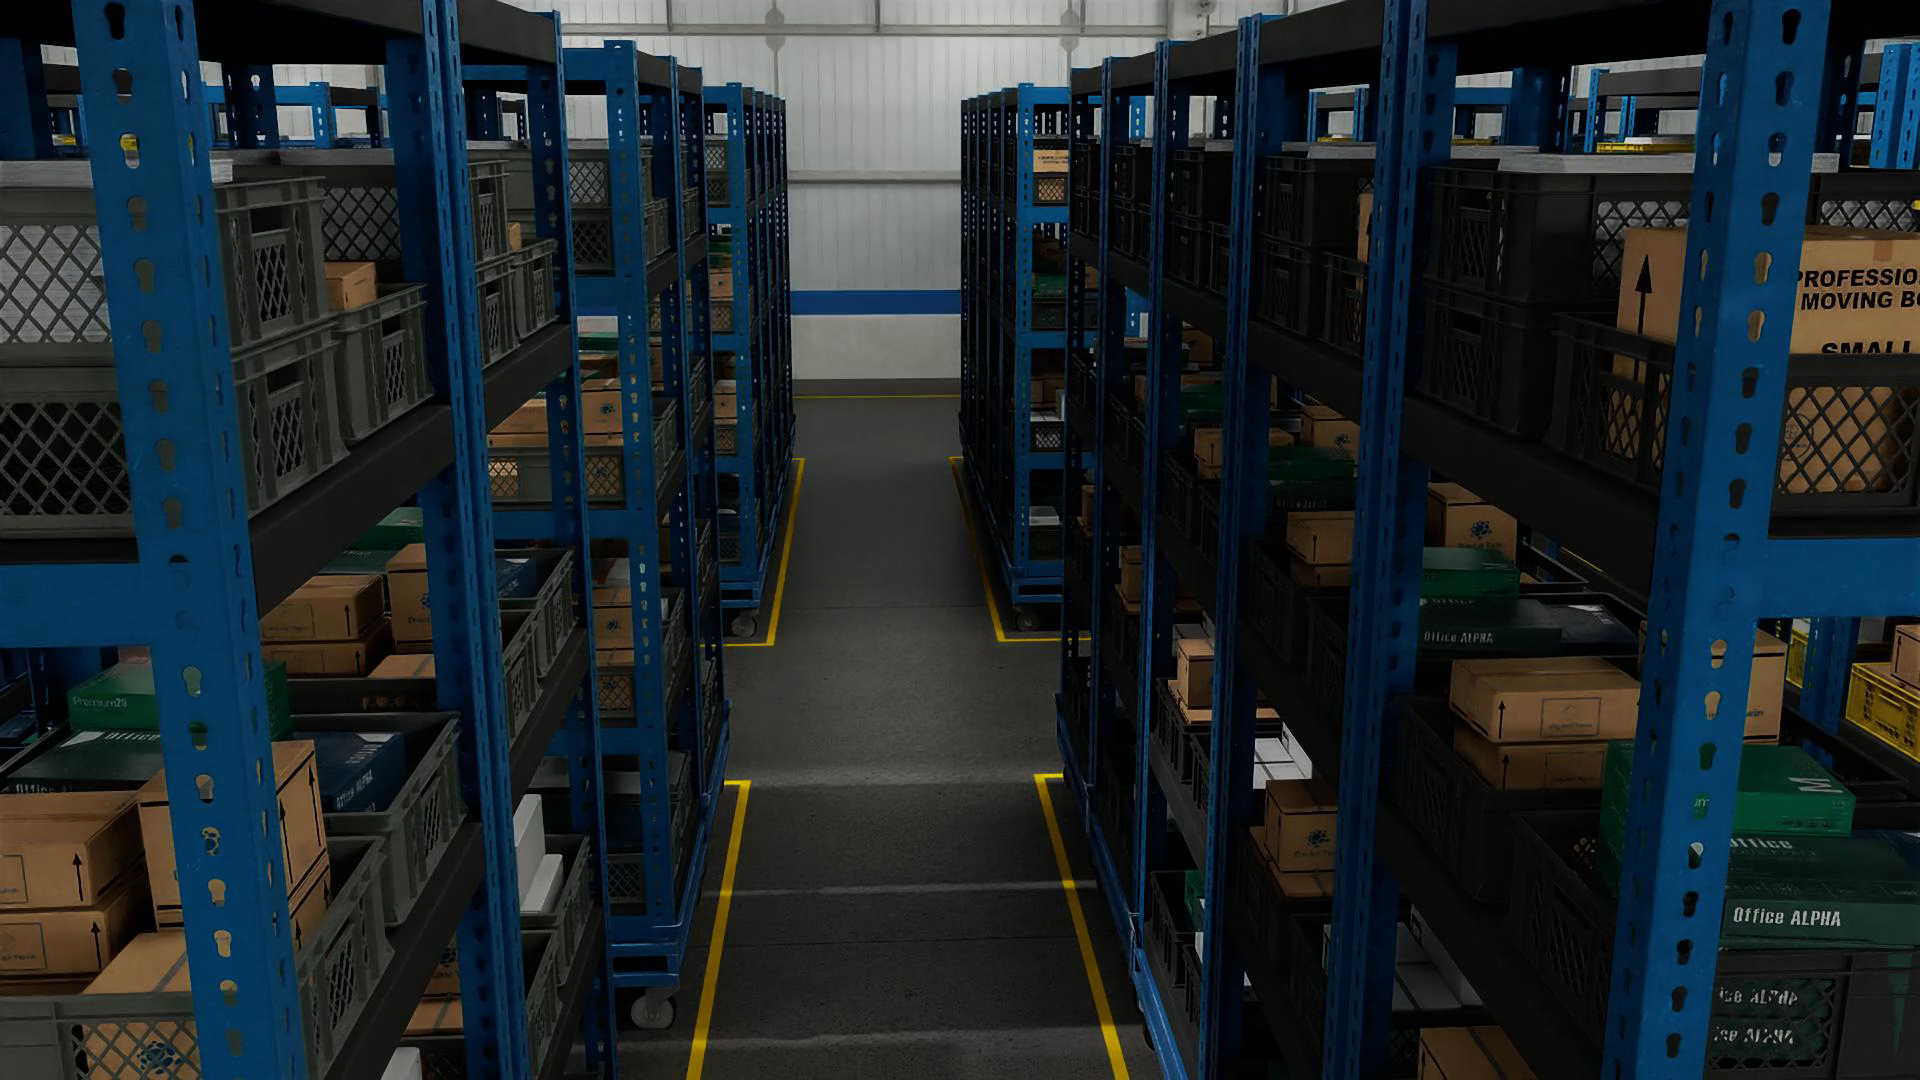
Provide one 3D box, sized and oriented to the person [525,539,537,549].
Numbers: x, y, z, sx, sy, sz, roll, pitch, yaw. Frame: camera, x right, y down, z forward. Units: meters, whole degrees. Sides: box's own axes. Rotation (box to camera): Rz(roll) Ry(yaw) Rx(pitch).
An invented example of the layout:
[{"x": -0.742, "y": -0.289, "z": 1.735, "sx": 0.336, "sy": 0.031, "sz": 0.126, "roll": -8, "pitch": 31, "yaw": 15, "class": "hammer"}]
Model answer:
[{"x": -2.664, "y": -0.200, "z": 10.478, "sx": 0.415, "sy": 1.985, "sz": 0.611, "roll": -1, "pitch": 14, "yaw": -4, "class": "person"}]
